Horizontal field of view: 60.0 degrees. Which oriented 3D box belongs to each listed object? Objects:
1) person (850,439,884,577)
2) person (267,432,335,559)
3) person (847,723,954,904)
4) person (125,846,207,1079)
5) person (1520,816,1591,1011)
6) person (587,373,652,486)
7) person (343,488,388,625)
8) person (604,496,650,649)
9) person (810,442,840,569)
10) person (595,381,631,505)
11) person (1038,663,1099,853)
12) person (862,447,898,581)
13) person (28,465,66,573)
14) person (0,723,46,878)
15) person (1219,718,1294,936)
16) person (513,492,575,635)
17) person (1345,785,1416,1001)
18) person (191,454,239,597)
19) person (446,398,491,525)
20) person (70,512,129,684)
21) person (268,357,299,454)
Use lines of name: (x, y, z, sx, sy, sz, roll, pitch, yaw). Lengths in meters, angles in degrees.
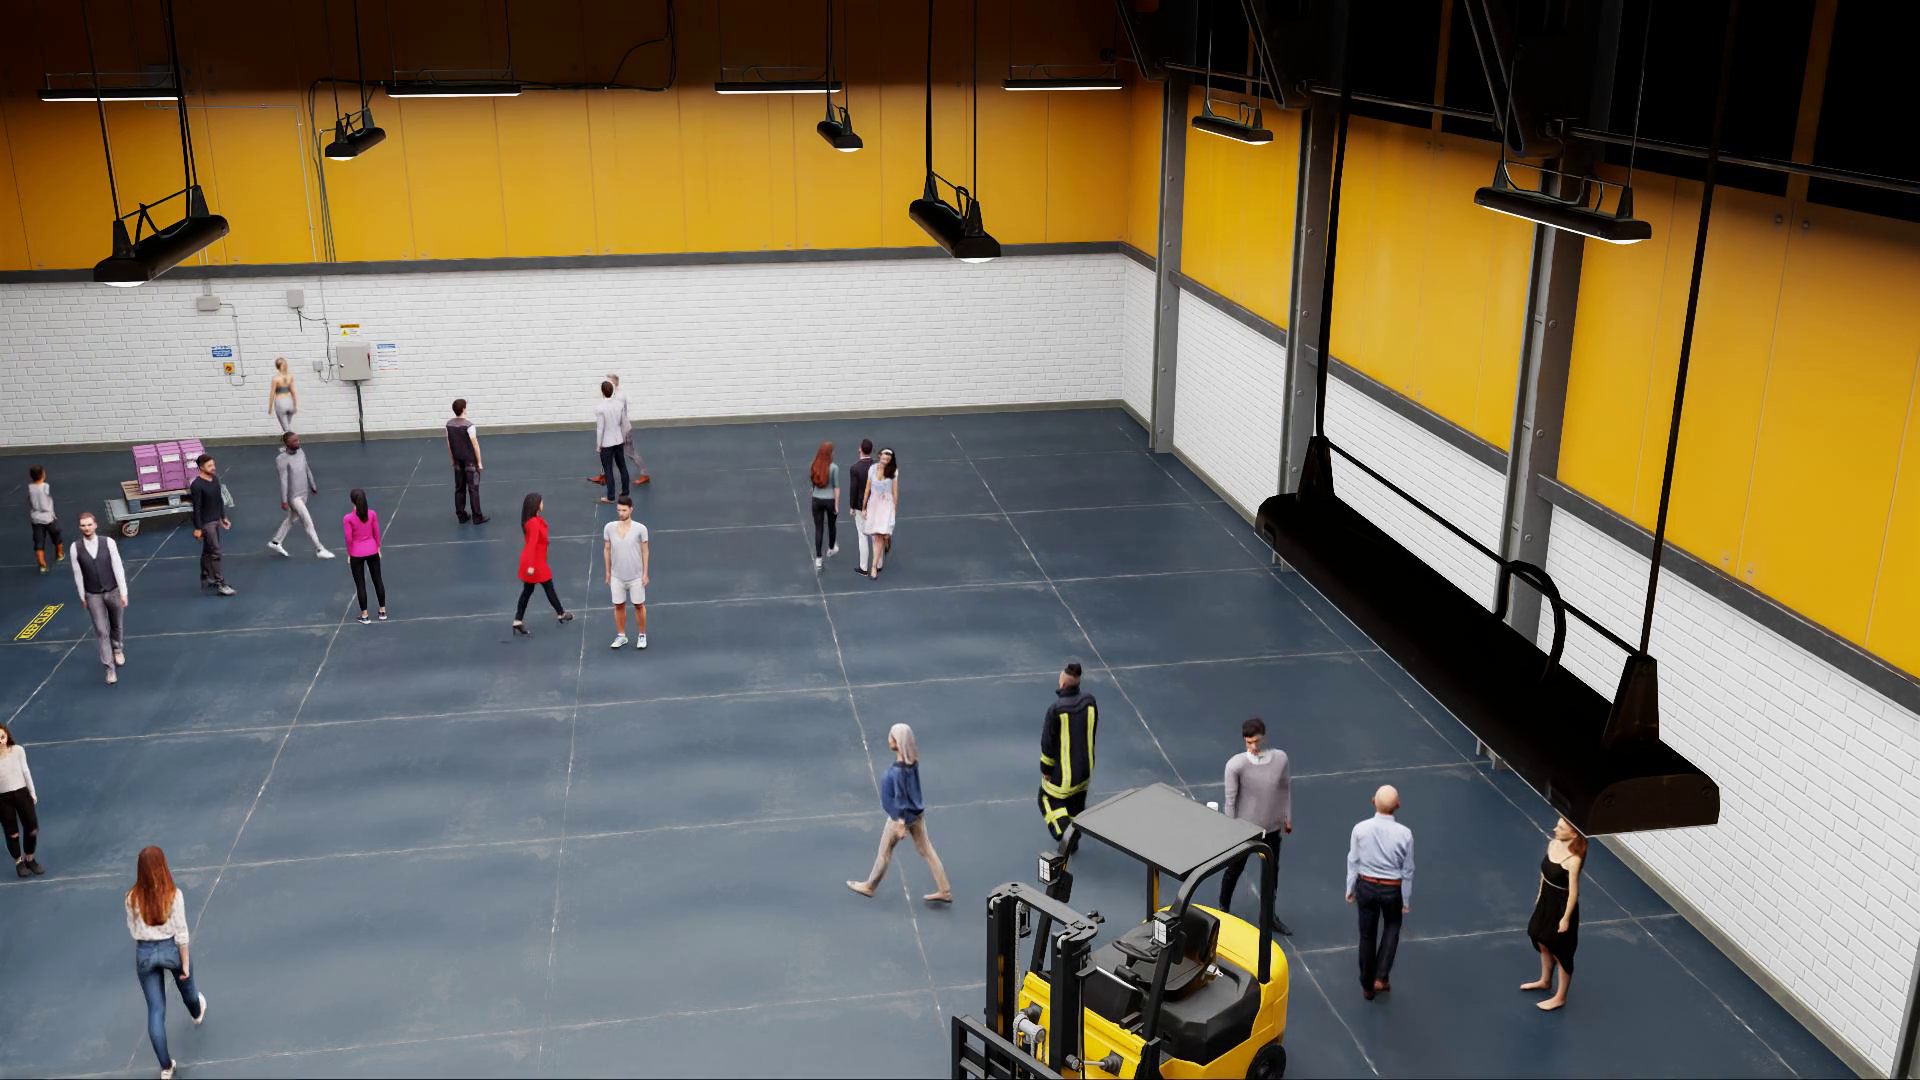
person: (-1.221, -0.443, 22.003, 0.702, 1.844, 0.632, -8, 20, -21)
person: (-9.067, -0.597, 22.511, 1.107, 1.811, 1.239, 2, 19, 5)
person: (-0.373, 2.358, 14.002, 1.065, 1.643, 1.179, 7, 20, 19)
person: (-5.726, 3.052, 11.891, 0.629, 1.673, 1.154, -5, 19, -14)
person: (4.577, 2.809, 12.690, 0.622, 1.624, 0.500, -2, 19, -7)
person: (-5.156, -1.674, 25.778, 1.005, 1.767, 1.220, -10, 21, -27)
person: (-7.296, 0.179, 20.384, 0.690, 1.699, 0.720, -15, 24, -38)
person: (-3.912, 0.370, 19.582, 0.729, 1.847, 0.657, 1, 19, 3)
person: (-1.839, -0.435, 22.210, 0.852, 1.696, 1.205, 3, 19, 7)
person: (-5.260, -1.485, 25.086, 0.779, 1.850, 0.760, 17, 25, 41)
person: (1.009, 1.974, 14.813, 0.887, 1.851, 0.928, -11, 21, -29)
person: (-1.033, -0.387, 21.958, 0.936, 1.767, 1.201, 5, 19, 15)
person: (-12.325, -0.315, 22.288, 0.607, 1.419, 1.042, -5, 19, -15)
person: (-8.340, 2.253, 14.577, 0.711, 1.474, 0.668, 17, 25, 40)
person: (2.401, 2.328, 13.670, 0.821, 1.911, 0.770, -10, 21, -27)
person: (-5.179, 0.329, 19.947, 0.923, 1.694, 1.026, -6, 20, -18)
person: (3.192, 2.734, 12.662, 0.773, 1.785, 0.797, 6, 19, 17)
person: (-9.679, -0.215, 21.329, 0.840, 1.841, 0.878, 1, 19, 3)
person: (-7.162, -1.143, 24.075, 0.738, 1.849, 0.736, 6, 20, 17)
person: (-9.696, 0.594, 18.851, 0.956, 1.890, 1.316, -10, 21, -28)
person: (-11.052, -2.131, 27.281, 1.026, 1.673, 0.987, 12, 22, 31)
